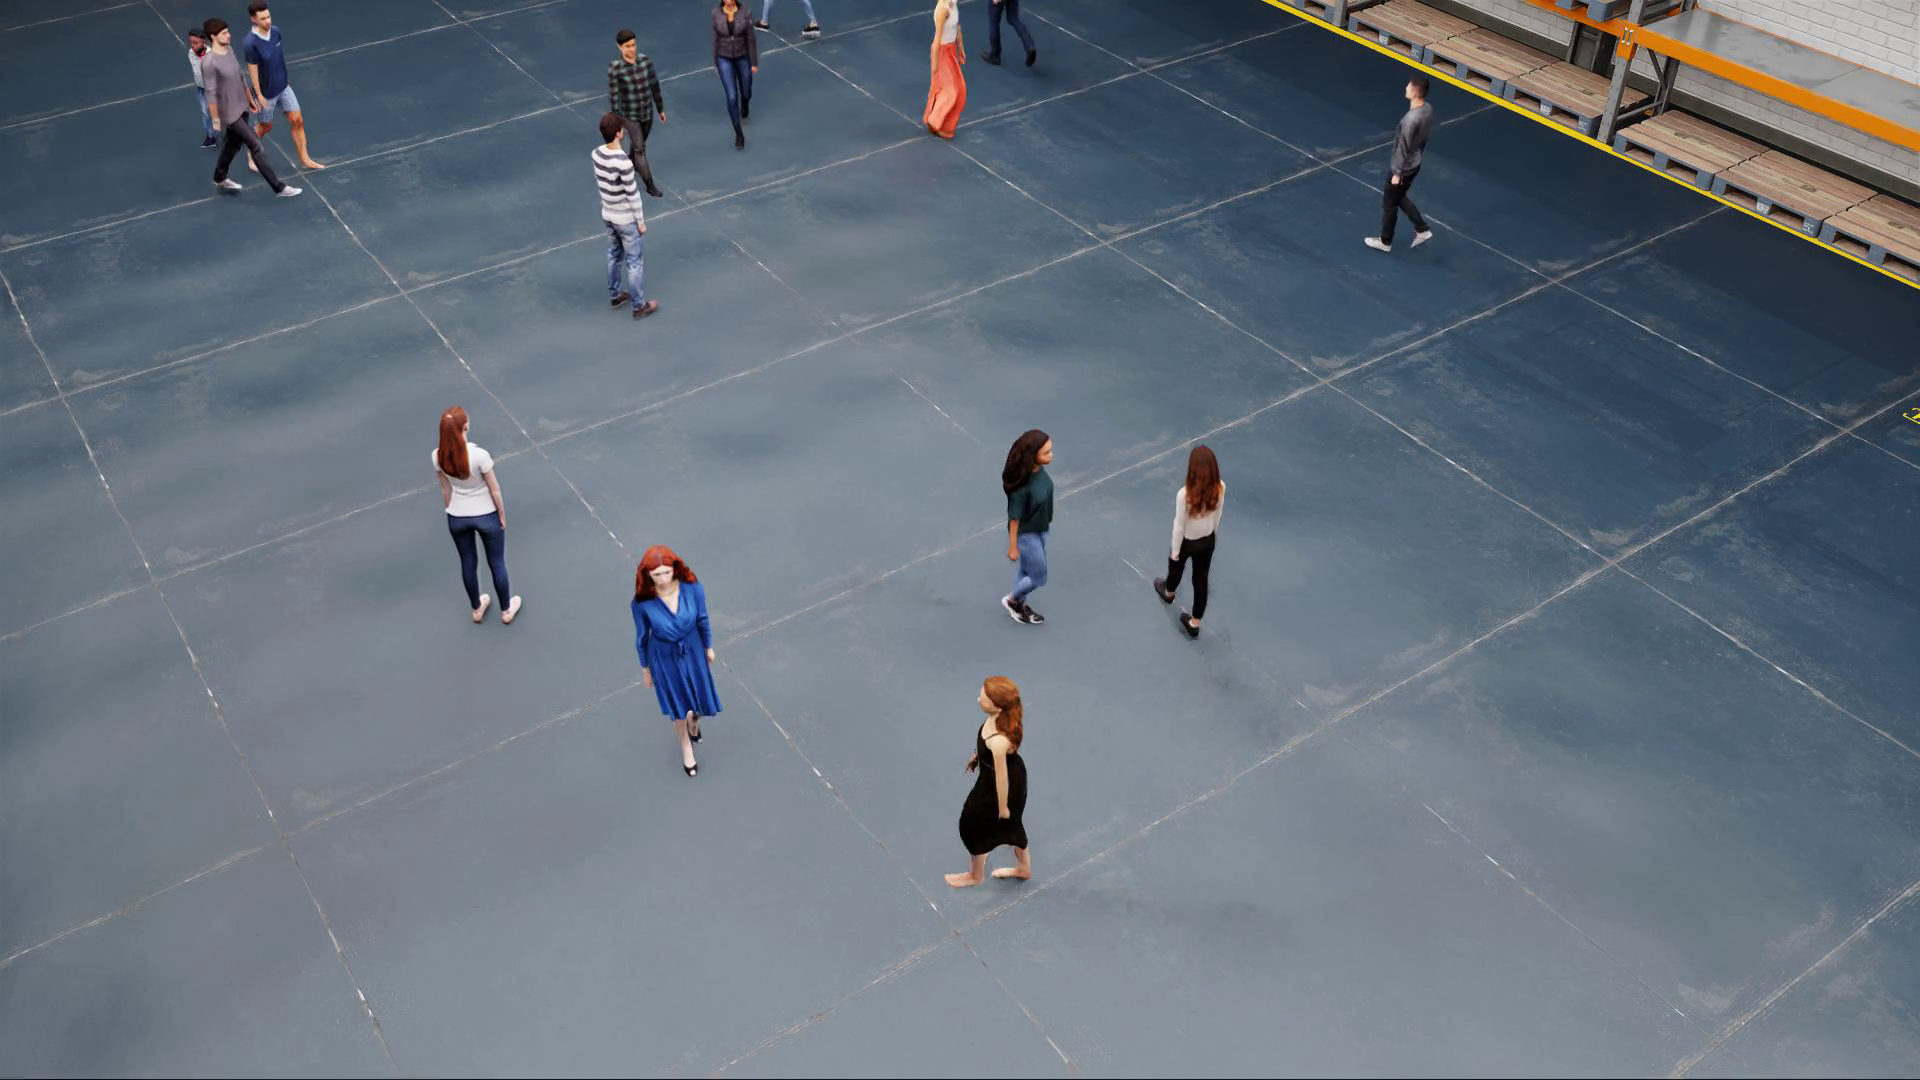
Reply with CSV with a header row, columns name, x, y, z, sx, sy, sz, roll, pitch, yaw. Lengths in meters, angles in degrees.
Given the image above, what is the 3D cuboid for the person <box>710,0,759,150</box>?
name,x,y,z,sx,sy,sz,roll,pitch,yaw
person,-2.369,-5.064,17.553,0.933,1.729,1.096,-2,39,-3

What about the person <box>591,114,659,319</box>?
name,x,y,z,sx,sy,sz,roll,pitch,yaw
person,-3.007,-2.869,14.711,0.562,1.844,0.753,28,46,30

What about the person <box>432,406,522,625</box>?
name,x,y,z,sx,sy,sz,roll,pitch,yaw
person,-3.339,-0.151,11.396,0.641,1.734,0.674,0,39,-1

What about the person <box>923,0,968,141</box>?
name,x,y,z,sx,sy,sz,roll,pitch,yaw
person,-0.257,-5.105,17.558,0.922,1.786,0.851,10,40,12

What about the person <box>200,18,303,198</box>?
name,x,y,z,sx,sy,sz,roll,pitch,yaw
person,-7.277,-4.241,16.466,1.195,1.799,1.219,2,39,3

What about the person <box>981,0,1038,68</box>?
name,x,y,z,sx,sy,sz,roll,pitch,yaw
person,0.578,-6.283,18.966,1.074,1.870,0.778,30,47,32

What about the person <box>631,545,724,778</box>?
name,x,y,z,sx,sy,sz,roll,pitch,yaw
person,-1.753,0.701,10.265,0.717,1.816,0.789,-13,40,-16

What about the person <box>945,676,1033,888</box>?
name,x,y,z,sx,sy,sz,roll,pitch,yaw
person,0.328,1.411,9.544,0.845,1.606,0.783,6,39,8

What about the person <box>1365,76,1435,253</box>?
name,x,y,z,sx,sy,sz,roll,pitch,yaw
person,4.223,-3.450,15.516,0.945,1.748,0.782,25,45,28

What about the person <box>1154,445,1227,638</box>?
name,x,y,z,sx,sy,sz,roll,pitch,yaw
person,1.642,0.051,11.363,0.700,1.459,0.895,-12,40,-14

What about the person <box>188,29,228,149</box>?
name,x,y,z,sx,sy,sz,roll,pitch,yaw
person,-7.918,-4.840,17.659,0.741,1.246,0.814,4,39,5

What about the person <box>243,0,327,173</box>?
name,x,y,z,sx,sy,sz,roll,pitch,yaw
person,-7.067,-4.590,16.897,1.188,1.805,1.014,17,42,20

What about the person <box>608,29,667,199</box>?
name,x,y,z,sx,sy,sz,roll,pitch,yaw
person,-3.322,-4.381,16.893,0.717,1.671,1.121,-26,46,-29

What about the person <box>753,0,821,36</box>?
name,x,y,z,sx,sy,sz,roll,pitch,yaw
person,-2.006,-6.767,19.758,1.211,1.638,0.990,16,41,19

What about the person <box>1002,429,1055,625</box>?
name,x,y,z,sx,sy,sz,roll,pitch,yaw
person,0.400,-0.084,11.412,0.751,1.610,0.714,16,41,19
